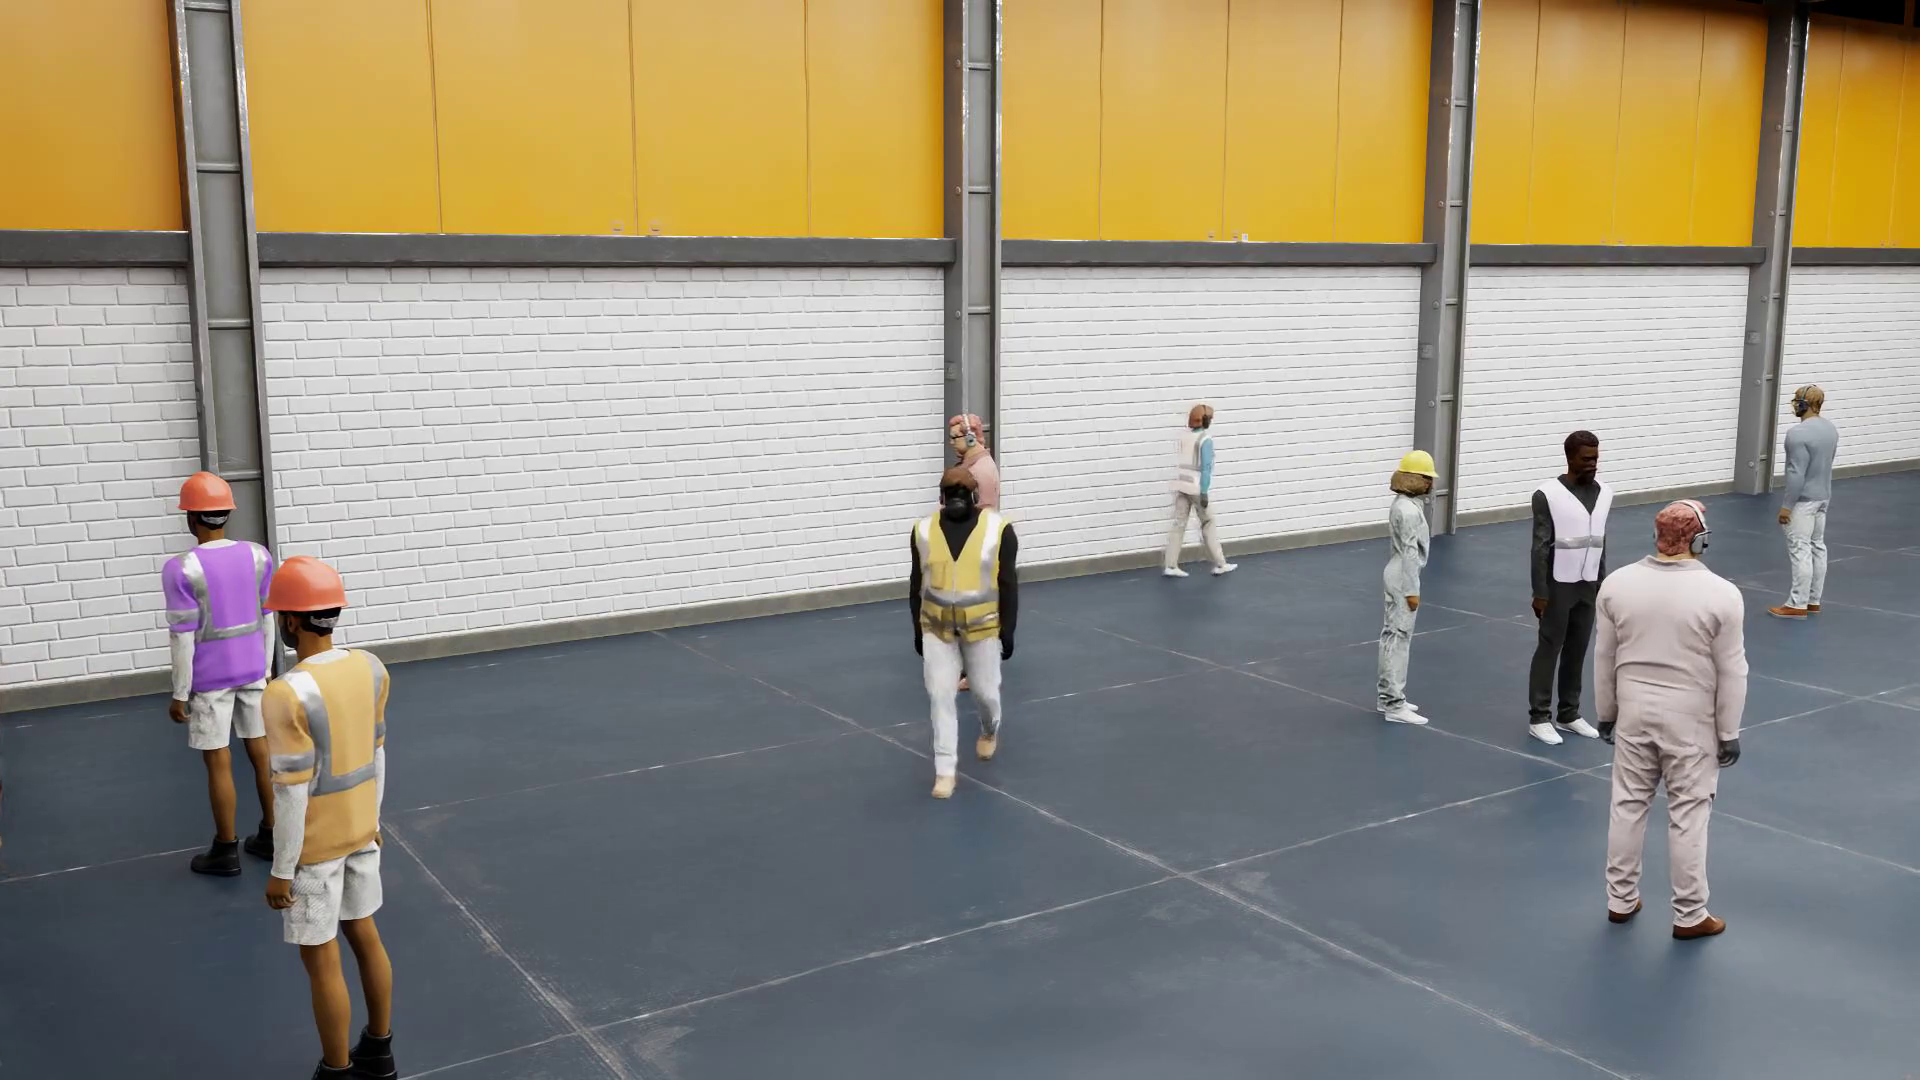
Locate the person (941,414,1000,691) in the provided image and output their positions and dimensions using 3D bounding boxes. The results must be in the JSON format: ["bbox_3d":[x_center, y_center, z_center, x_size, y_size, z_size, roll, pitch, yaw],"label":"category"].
[{"bbox_3d":[0.060,0.079,11.453,0.407,1.902,0.638,-1,9,-6],"label":"person"}]

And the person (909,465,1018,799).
[{"bbox_3d":[0.029,0.475,9.312,0.627,1.827,0.734,2,10,11],"label":"person"}]

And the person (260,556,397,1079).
[{"bbox_3d":[-2.193,1.012,5.719,0.356,1.936,0.551,3,10,17],"label":"person"}]

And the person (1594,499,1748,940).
[{"bbox_3d":[3.098,0.772,7.254,0.402,1.911,0.639,-9,13,-42],"label":"person"}]

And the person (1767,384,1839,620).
[{"bbox_3d":[6.946,-0.310,13.683,0.628,1.939,0.375,-7,12,-36],"label":"person"}]

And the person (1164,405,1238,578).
[{"bbox_3d":[2.243,-0.448,15.461,0.787,1.604,0.549,-4,10,-23],"label":"person"}]

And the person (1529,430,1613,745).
[{"bbox_3d":[3.731,0.278,10.198,0.596,1.918,0.380,-5,11,-26],"label":"person"}]

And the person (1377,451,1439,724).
[{"bbox_3d":[2.872,0.293,10.655,0.313,1.738,0.483,1,9,7],"label":"person"}]

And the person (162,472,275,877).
[{"bbox_3d":[-3.535,0.640,7.957,0.371,1.939,0.543,6,11,34],"label":"person"}]
